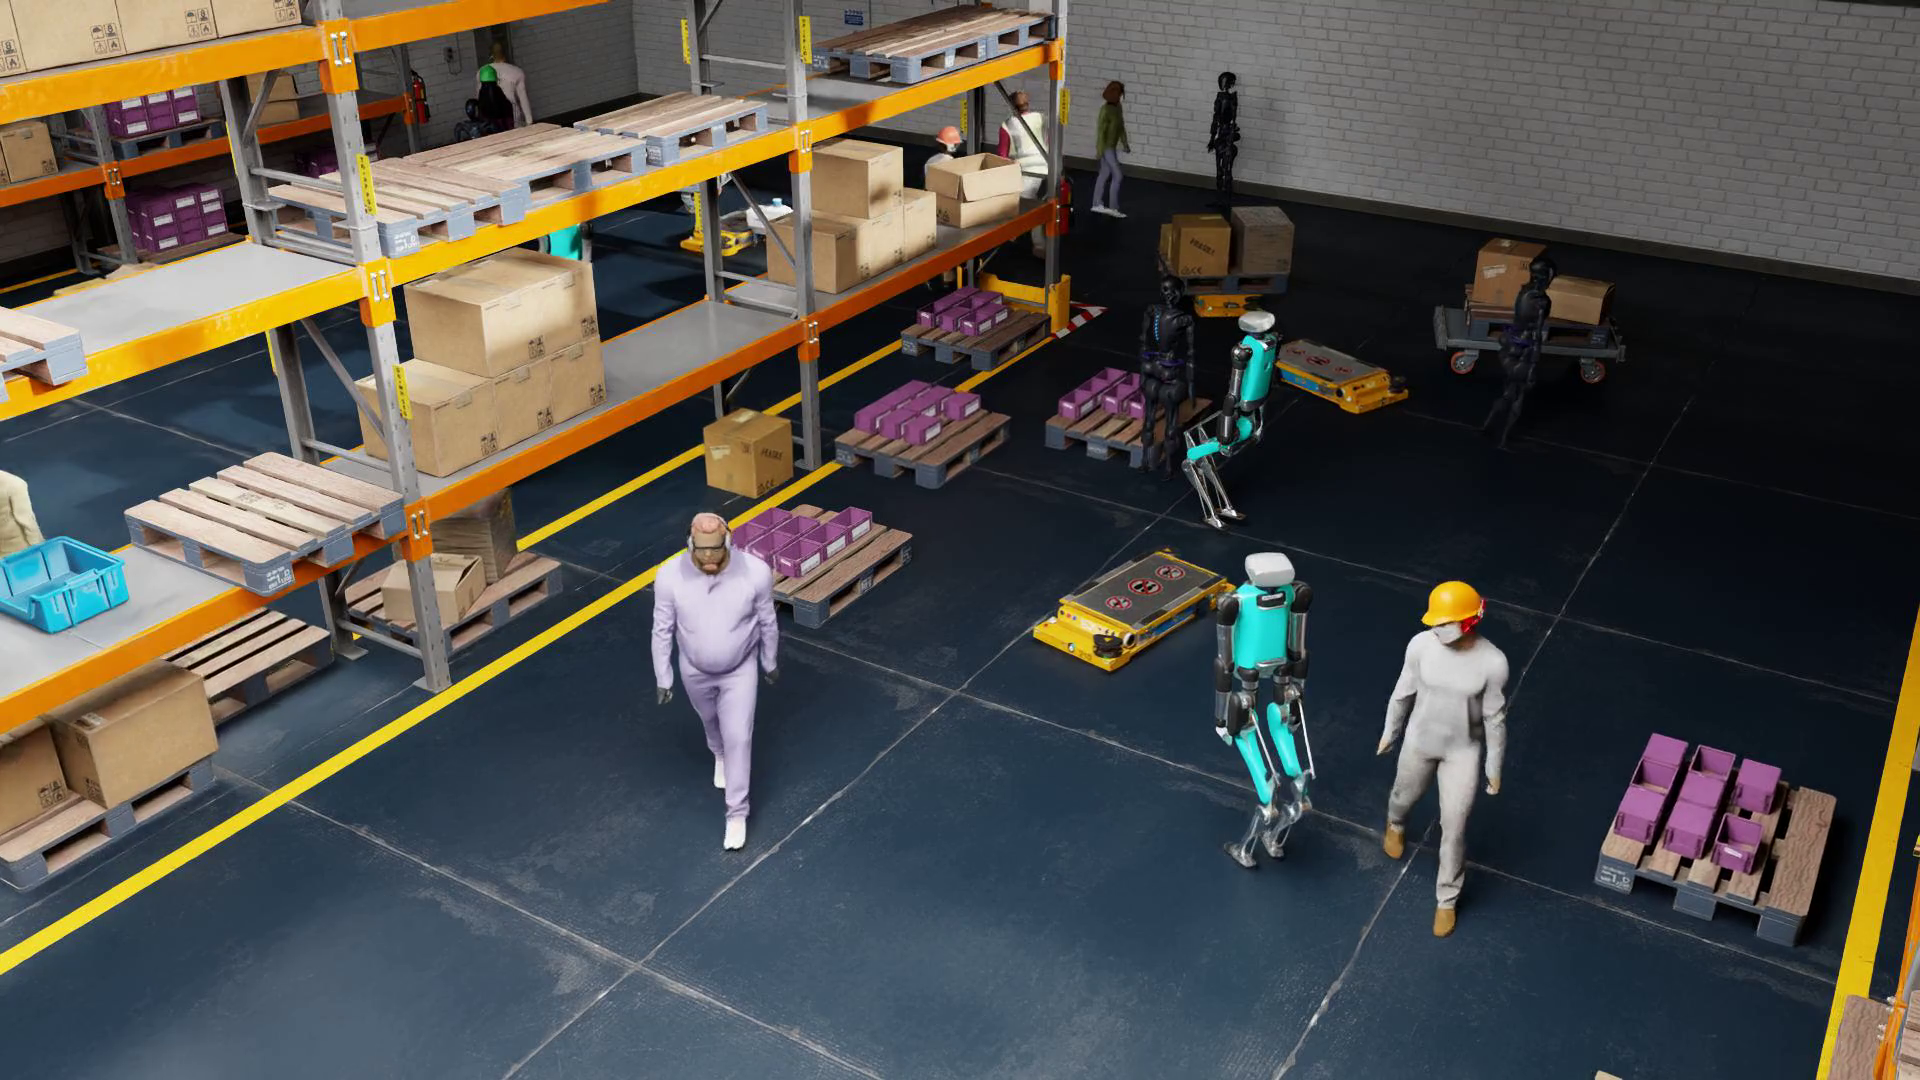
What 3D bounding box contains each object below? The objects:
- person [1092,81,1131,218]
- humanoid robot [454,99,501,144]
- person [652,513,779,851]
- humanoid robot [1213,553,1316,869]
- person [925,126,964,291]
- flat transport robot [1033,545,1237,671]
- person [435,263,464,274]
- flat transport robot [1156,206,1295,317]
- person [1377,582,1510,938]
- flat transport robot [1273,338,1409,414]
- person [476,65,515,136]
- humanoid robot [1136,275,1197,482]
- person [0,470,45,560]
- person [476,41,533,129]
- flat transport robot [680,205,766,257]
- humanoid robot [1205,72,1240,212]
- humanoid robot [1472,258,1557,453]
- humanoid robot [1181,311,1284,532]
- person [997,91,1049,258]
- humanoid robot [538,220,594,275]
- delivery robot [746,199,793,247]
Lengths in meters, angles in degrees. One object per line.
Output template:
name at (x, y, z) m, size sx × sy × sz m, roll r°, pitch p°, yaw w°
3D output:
person at (1.867, -4.676, 19.930) m, size 0.642 × 1.610 × 0.507 m, roll 11°, pitch 29°, yaw 21°
humanoid robot at (-5.460, -4.243, 19.023) m, size 0.613 × 1.626 × 0.594 m, roll -1°, pitch 27°, yaw -3°
person at (-1.331, 0.701, 9.061) m, size 0.666 × 1.848 × 0.988 m, roll 0°, pitch 27°, yaw -1°
humanoid robot at (1.633, 0.952, 8.619) m, size 0.530 × 1.722 × 0.705 m, roll -8°, pitch 28°, yaw -16°
person at (-0.187, -3.439, 17.361) m, size 0.575 × 1.732 × 0.559 m, roll -16°, pitch 31°, yaw -29°
flat transport robot at (1.211, 0.445, 11.320) m, size 0.659 × 0.231 × 1.431 m, roll 23°, pitch 35°, yaw 37°
person at (-3.908, -1.332, 13.142) m, size 0.739 × 1.841 × 0.534 m, roll 9°, pitch 28°, yaw 18°
flat transport robot at (2.709, -2.640, 17.401) m, size 0.659 × 0.231 × 1.431 m, roll -1°, pitch 27°, yaw -3°
person at (2.463, 1.021, 8.442) m, size 0.642 × 1.855 × 0.750 m, roll 12°, pitch 29°, yaw 23°
flat transport robot at (3.325, -1.512, 15.177) m, size 0.659 × 0.231 × 1.431 m, roll -18°, pitch 32°, yaw -31°
person at (-5.414, -4.565, 19.405) m, size 0.484 × 1.886 × 1.040 m, roll -13°, pitch 30°, yaw -25°
humanoid robot at (1.621, -1.295, 13.184) m, size 0.315 × 1.653 × 0.599 m, roll -22°, pitch 34°, yaw -36°
person at (-6.045, 0.051, 10.506) m, size 0.550 × 1.708 × 0.756 m, roll 4°, pitch 27°, yaw 7°
person at (-5.654, -5.262, 20.801) m, size 0.668 × 1.871 × 1.017 m, roll 0°, pitch 27°, yaw 0°
flat transport robot at (-2.530, -3.587, 19.266) m, size 0.659 × 0.231 × 1.431 m, roll 15°, pitch 31°, yaw 28°
humanoid robot at (3.199, -4.820, 20.124) m, size 0.315 × 1.657 × 0.599 m, roll -7°, pitch 28°, yaw -14°
humanoid robot at (4.561, -1.534, 13.667) m, size 0.424 × 1.639 × 0.586 m, roll -2°, pitch 27°, yaw -3°
humanoid robot at (1.933, -0.918, 12.242) m, size 0.735 × 1.673 × 0.533 m, roll 23°, pitch 35°, yaw 38°
person at (0.720, -4.108, 18.642) m, size 0.629 × 1.757 × 1.028 m, roll -15°, pitch 31°, yaw -27°
humanoid robot at (-3.568, -2.036, 14.665) m, size 0.553 × 1.841 × 0.868 m, roll 6°, pitch 28°, yaw 12°
delivery robot at (-2.066, -3.588, 18.943) m, size 0.785 × 0.587 × 0.499 m, roll 13°, pitch 30°, yaw 24°
